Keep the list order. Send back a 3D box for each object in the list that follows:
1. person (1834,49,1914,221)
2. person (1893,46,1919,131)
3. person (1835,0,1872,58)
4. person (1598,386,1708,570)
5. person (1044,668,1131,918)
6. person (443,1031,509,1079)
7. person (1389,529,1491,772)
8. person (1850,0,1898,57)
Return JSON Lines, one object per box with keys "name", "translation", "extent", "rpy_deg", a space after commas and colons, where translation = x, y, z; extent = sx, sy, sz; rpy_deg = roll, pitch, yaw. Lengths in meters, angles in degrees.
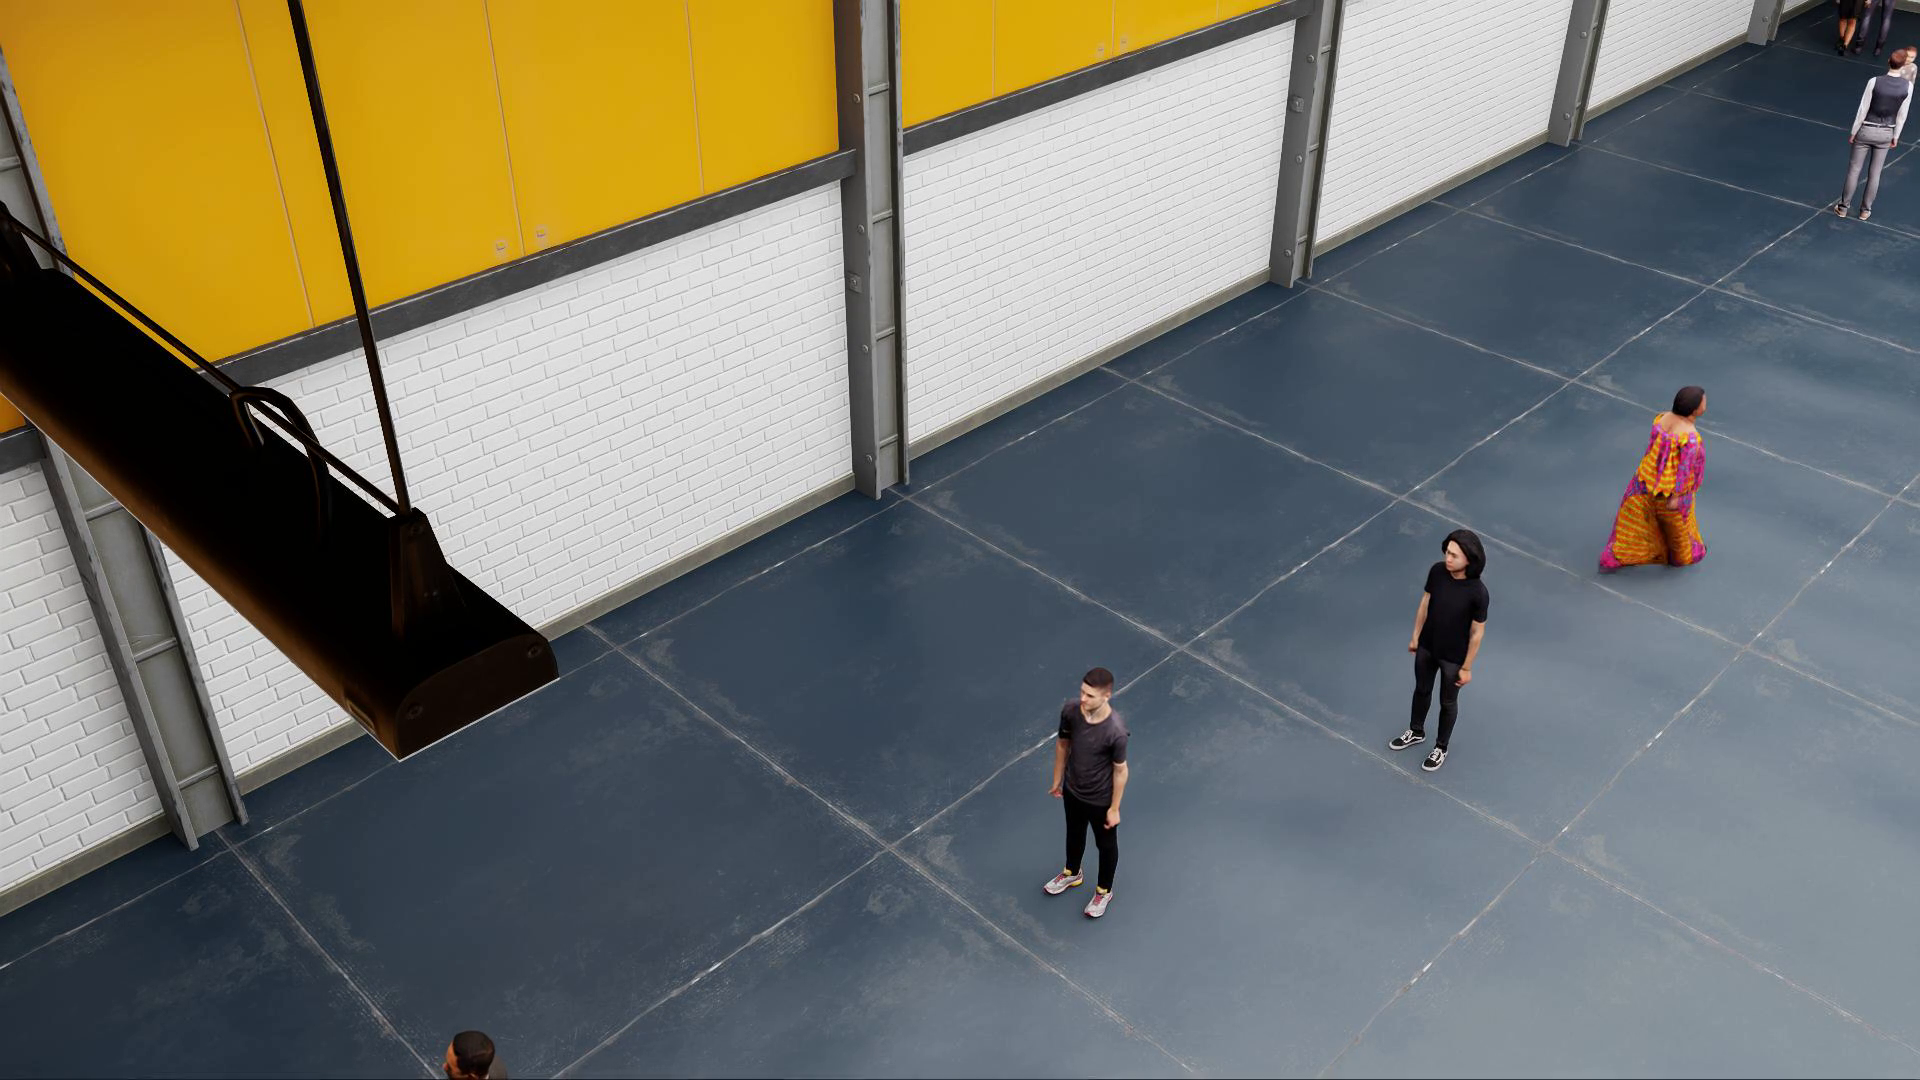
{"name": "person", "translation": [10.413, -4.624, 18.926], "extent": [0.737, 1.938, 0.701], "rpy_deg": [13, 36, 18]}
{"name": "person", "translation": [11.984, -5.728, 21.259], "extent": [0.541, 1.193, 0.564], "rpy_deg": [10, 35, 15]}
{"name": "person", "translation": [12.965, -7.911, 24.128], "extent": [0.794, 1.652, 1.161], "rpy_deg": [19, 38, 26]}
{"name": "person", "translation": [5.416, -0.456, 12.900], "extent": [1.240, 1.668, 1.025], "rpy_deg": [-9, 35, -13]}
{"name": "person", "translation": [0.786, 1.480, 9.899], "extent": [0.655, 1.764, 0.552], "rpy_deg": [25, 41, 32]}
{"name": "person", "translation": [-2.154, 2.909, 7.713], "extent": [0.710, 1.805, 0.748], "rpy_deg": [-11, 35, -16]}
{"name": "person", "translation": [3.217, 0.699, 11.011], "extent": [0.562, 1.835, 0.664], "rpy_deg": [-23, 40, -30]}
{"name": "person", "translation": [13.358, -7.954, 24.031], "extent": [0.751, 1.832, 0.746], "rpy_deg": [10, 35, 15]}
